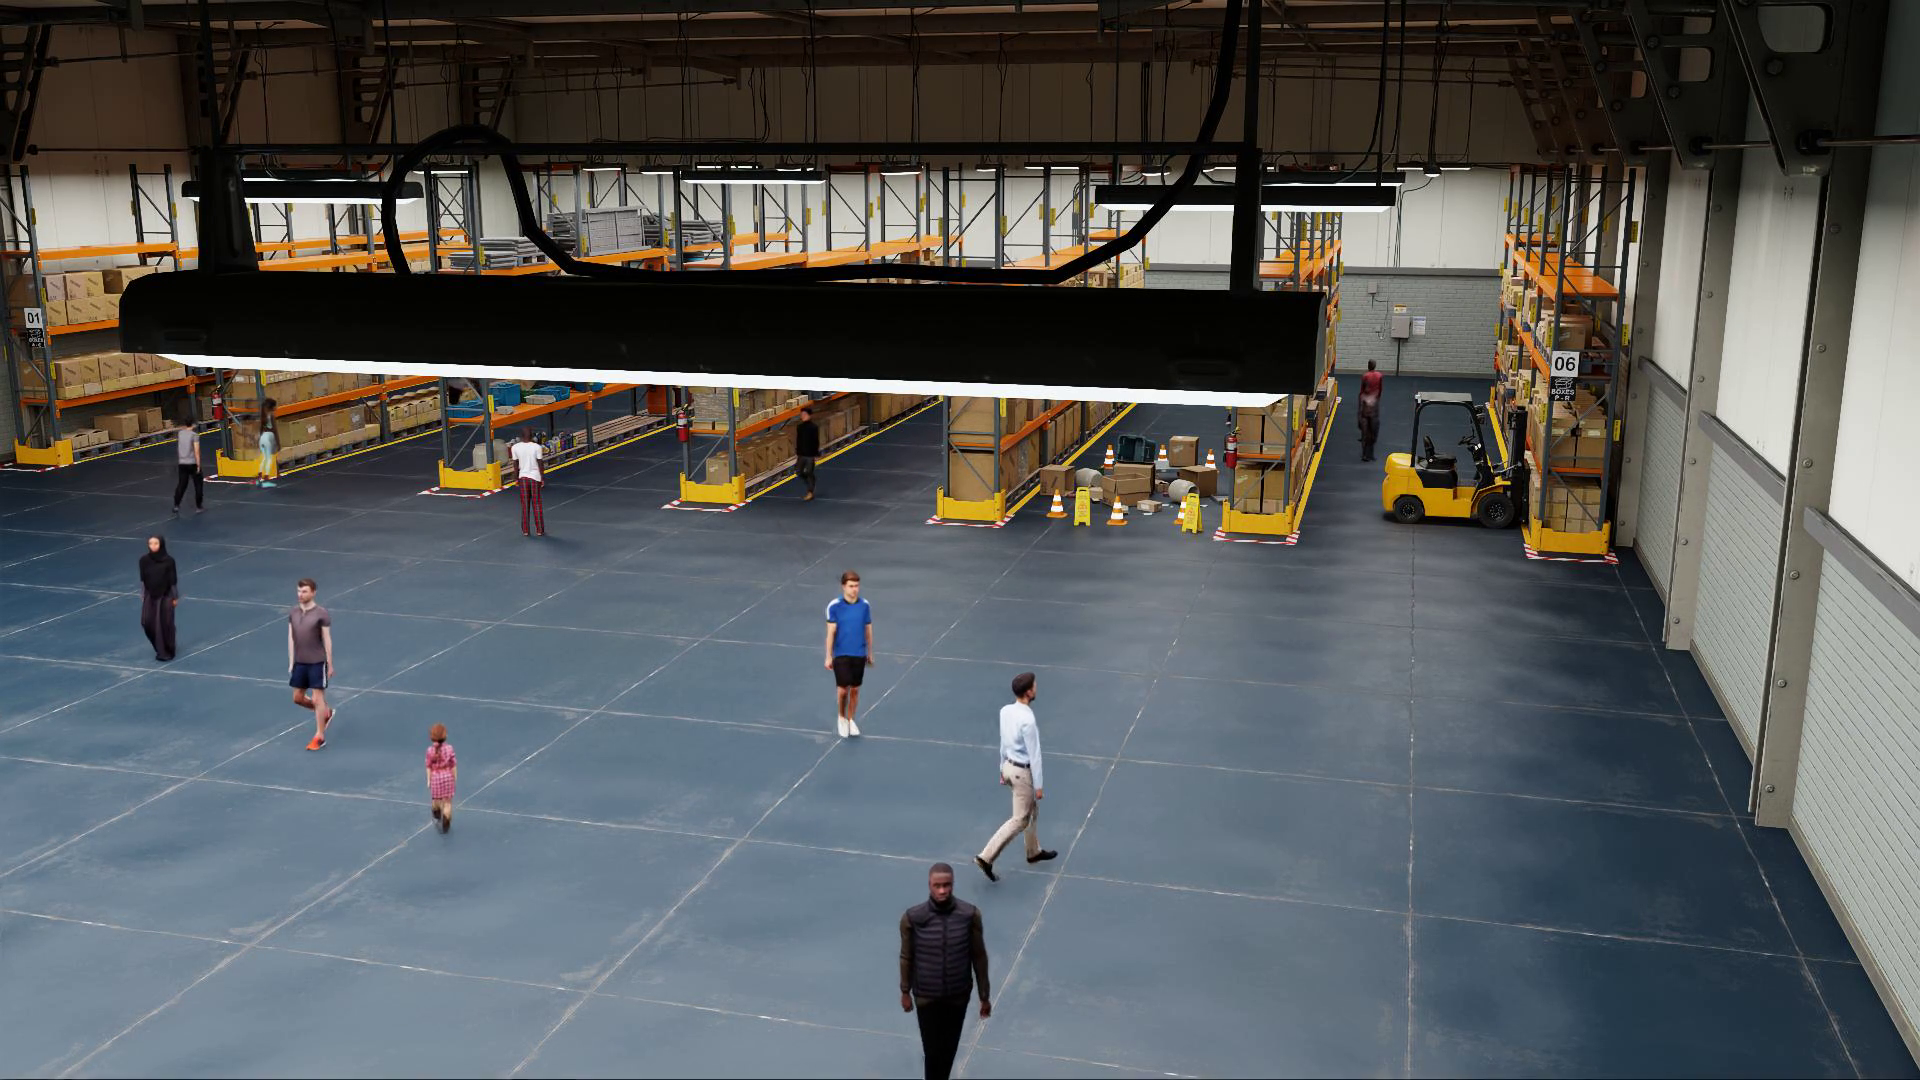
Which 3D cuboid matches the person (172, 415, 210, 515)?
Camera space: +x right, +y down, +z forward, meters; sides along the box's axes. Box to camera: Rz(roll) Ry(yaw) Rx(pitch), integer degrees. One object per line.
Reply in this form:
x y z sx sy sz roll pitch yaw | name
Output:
-13.608 -1.312 29.275 0.665 1.728 0.852 2 13 10 | person

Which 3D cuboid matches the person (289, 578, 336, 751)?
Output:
-6.883 1.293 17.772 0.656 1.843 0.806 3 13 13 | person

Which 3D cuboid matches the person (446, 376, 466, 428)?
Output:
-11.674 -3.573 38.652 0.950 1.903 1.004 12 17 41 | person

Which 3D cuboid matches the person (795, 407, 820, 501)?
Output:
-2.760 -1.600 30.554 0.774 1.713 0.796 10 16 36 | person

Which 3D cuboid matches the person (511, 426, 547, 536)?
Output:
-7.159 -0.993 27.665 0.719 1.833 0.637 0 13 -2 | person

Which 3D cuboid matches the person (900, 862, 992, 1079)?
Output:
-0.115 2.924 10.824 0.988 1.800 1.183 -2 13 -10 | person

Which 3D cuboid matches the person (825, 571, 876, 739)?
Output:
-1.239 1.217 18.086 0.824 1.849 0.869 -6 14 -23 | person

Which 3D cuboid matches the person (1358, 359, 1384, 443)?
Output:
9.069 -3.088 36.715 0.765 1.831 0.750 -4 14 -15 | person

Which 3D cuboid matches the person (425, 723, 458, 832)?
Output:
-4.854 2.235 15.566 0.654 1.003 0.748 -5 14 -22 | person

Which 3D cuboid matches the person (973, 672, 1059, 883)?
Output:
0.466 2.073 14.456 1.230 1.818 1.154 -8 15 -30 | person

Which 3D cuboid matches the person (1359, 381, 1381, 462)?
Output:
8.433 -2.452 34.289 0.679 1.687 0.760 -1 13 -5 | person

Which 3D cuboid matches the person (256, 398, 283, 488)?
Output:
-13.203 -1.837 31.629 0.824 1.690 0.801 6 14 25 | person

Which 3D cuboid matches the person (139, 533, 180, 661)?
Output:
-10.033 0.688 20.906 0.757 1.607 0.886 -1 13 -6 | person
